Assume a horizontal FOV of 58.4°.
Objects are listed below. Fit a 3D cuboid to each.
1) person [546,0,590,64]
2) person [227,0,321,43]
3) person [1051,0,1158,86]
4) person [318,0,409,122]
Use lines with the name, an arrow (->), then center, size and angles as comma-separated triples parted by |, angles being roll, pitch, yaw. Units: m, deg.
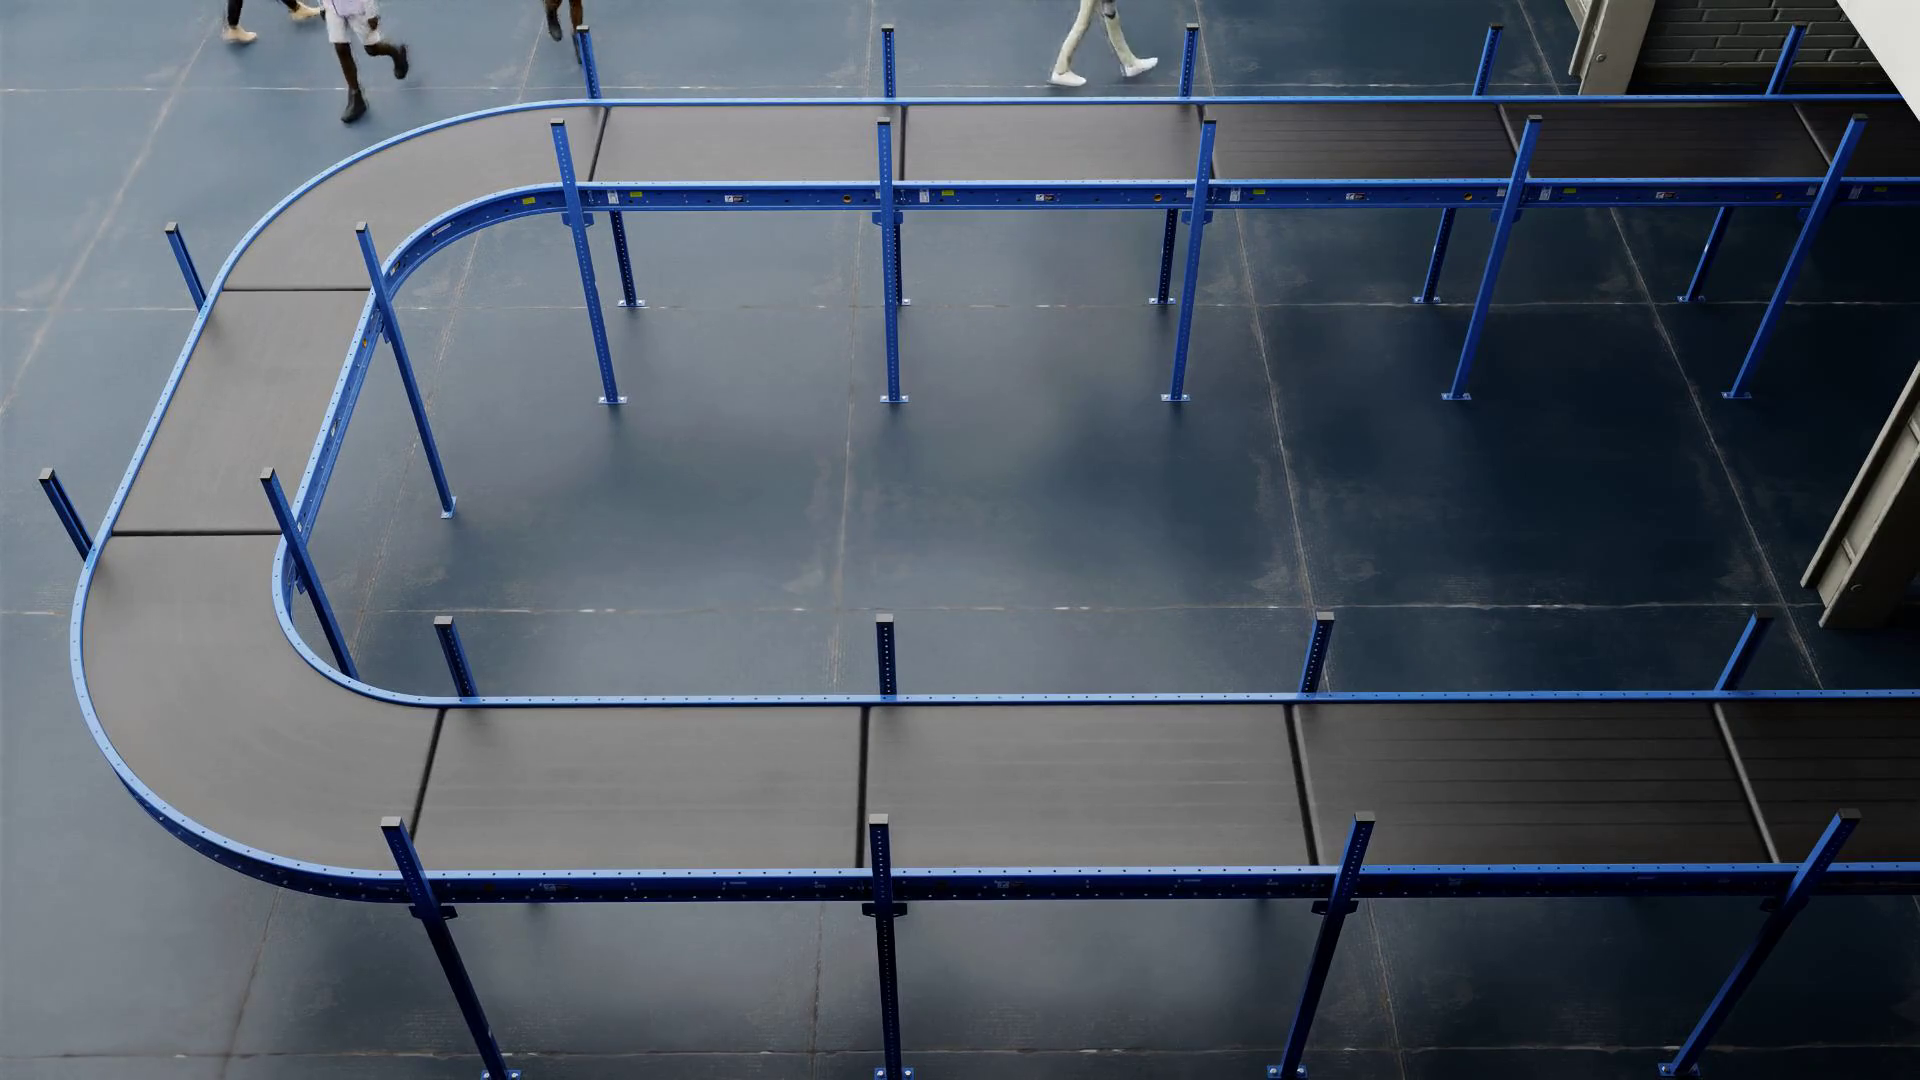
person -> -3.446, -5.035, 14.669 | 0.543, 1.923, 0.526 | -20, 50, -17
person -> -6.202, -5.154, 14.962 | 0.884, 1.640, 0.546 | -16, 49, -15
person -> 1.236, -4.623, 14.352 | 0.938, 1.816, 0.534 | 5, 47, 4
person -> -5.020, -4.446, 14.119 | 0.558, 1.916, 0.802 | 14, 48, 12
